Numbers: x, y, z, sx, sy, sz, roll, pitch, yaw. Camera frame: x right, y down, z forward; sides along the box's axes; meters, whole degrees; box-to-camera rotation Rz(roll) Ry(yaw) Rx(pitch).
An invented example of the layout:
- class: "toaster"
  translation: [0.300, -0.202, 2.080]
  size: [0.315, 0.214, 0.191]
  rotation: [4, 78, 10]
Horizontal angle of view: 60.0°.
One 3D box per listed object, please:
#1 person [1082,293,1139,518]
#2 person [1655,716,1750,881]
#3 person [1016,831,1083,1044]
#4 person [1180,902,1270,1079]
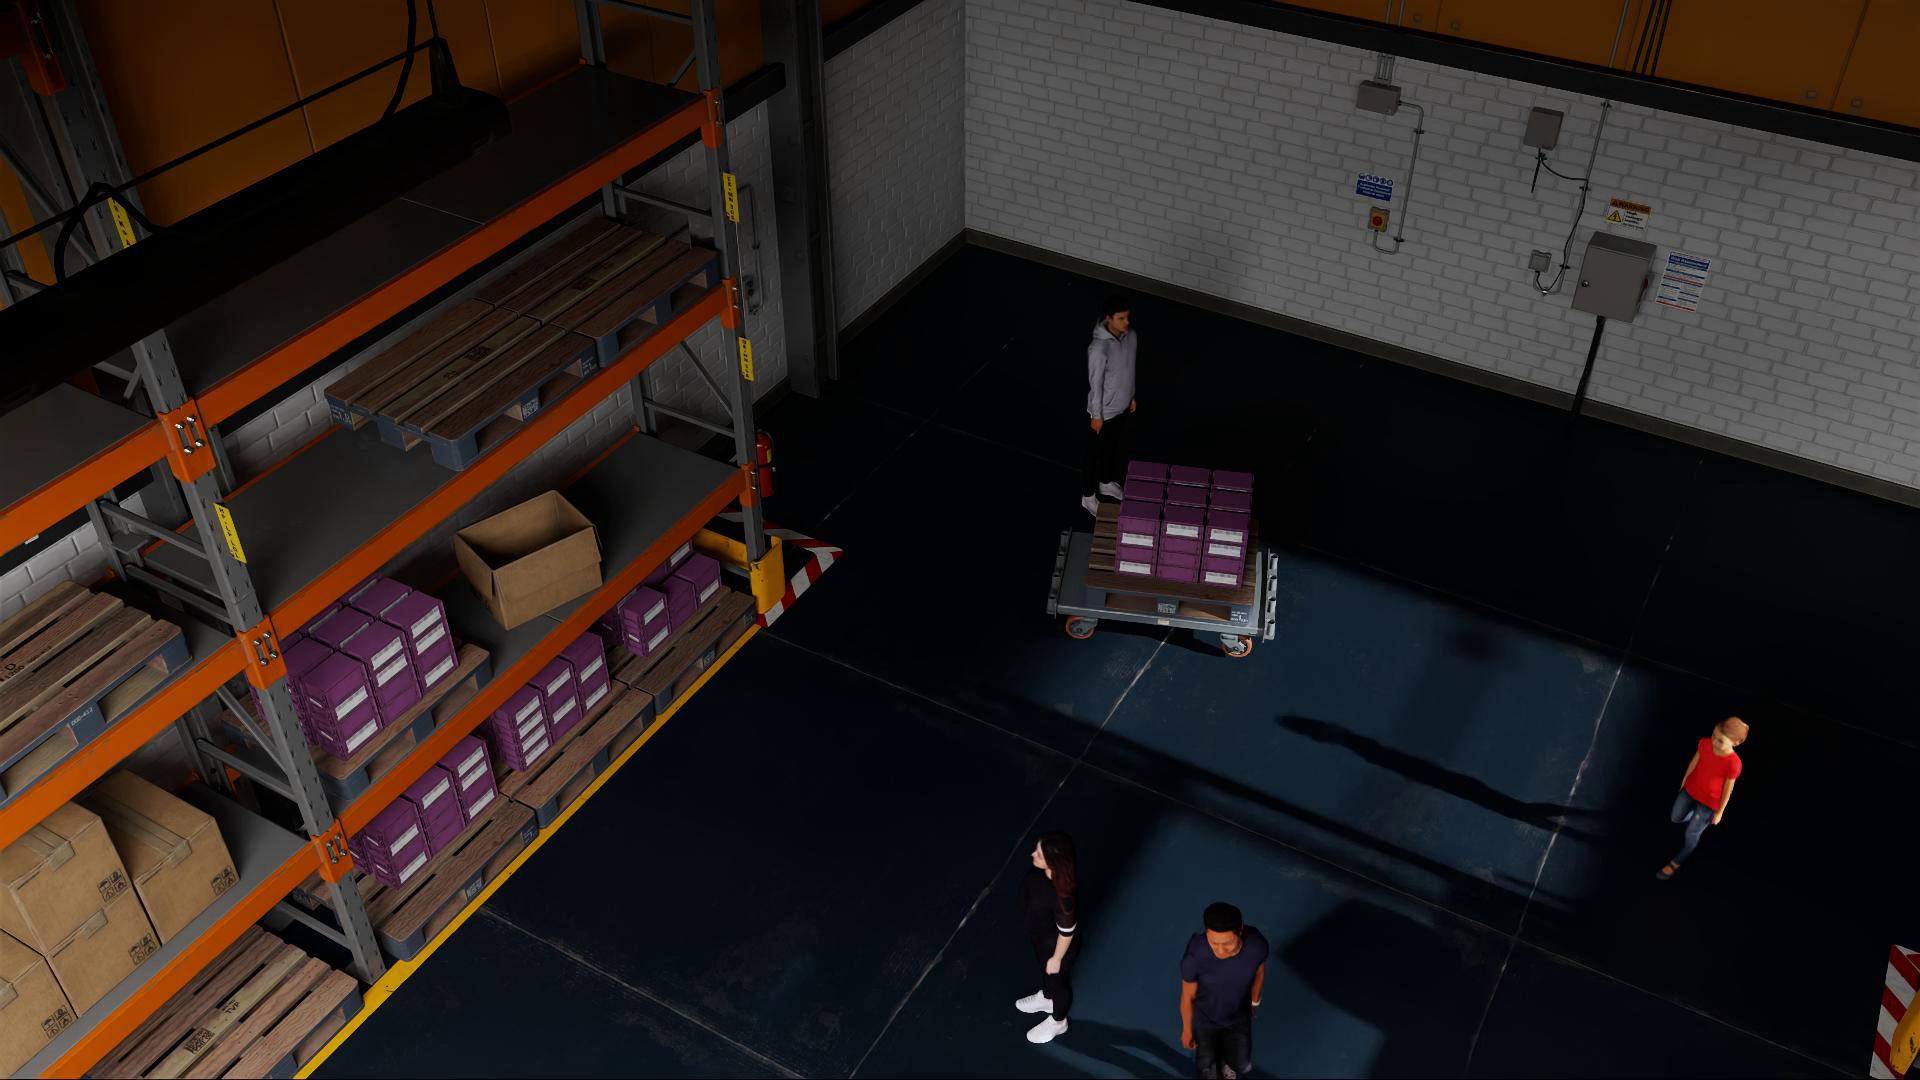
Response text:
- class: "person"
  translation: [1.160, -1.086, 13.073]
  size: [0.782, 1.931, 0.605]
  rotation: [29, 47, 31]
- class: "person"
  translation: [4.635, 1.560, 10.266]
  size: [0.806, 1.299, 0.690]
  rotation: [-19, 42, -22]
- class: "person"
  translation: [0.517, 2.179, 9.219]
  size: [0.772, 1.639, 0.706]
  rotation: [-8, 39, -9]
- class: "person"
  translation: [1.339, 2.425, 8.805]
  size: [0.806, 1.771, 0.860]
  rotation: [-8, 39, -10]
